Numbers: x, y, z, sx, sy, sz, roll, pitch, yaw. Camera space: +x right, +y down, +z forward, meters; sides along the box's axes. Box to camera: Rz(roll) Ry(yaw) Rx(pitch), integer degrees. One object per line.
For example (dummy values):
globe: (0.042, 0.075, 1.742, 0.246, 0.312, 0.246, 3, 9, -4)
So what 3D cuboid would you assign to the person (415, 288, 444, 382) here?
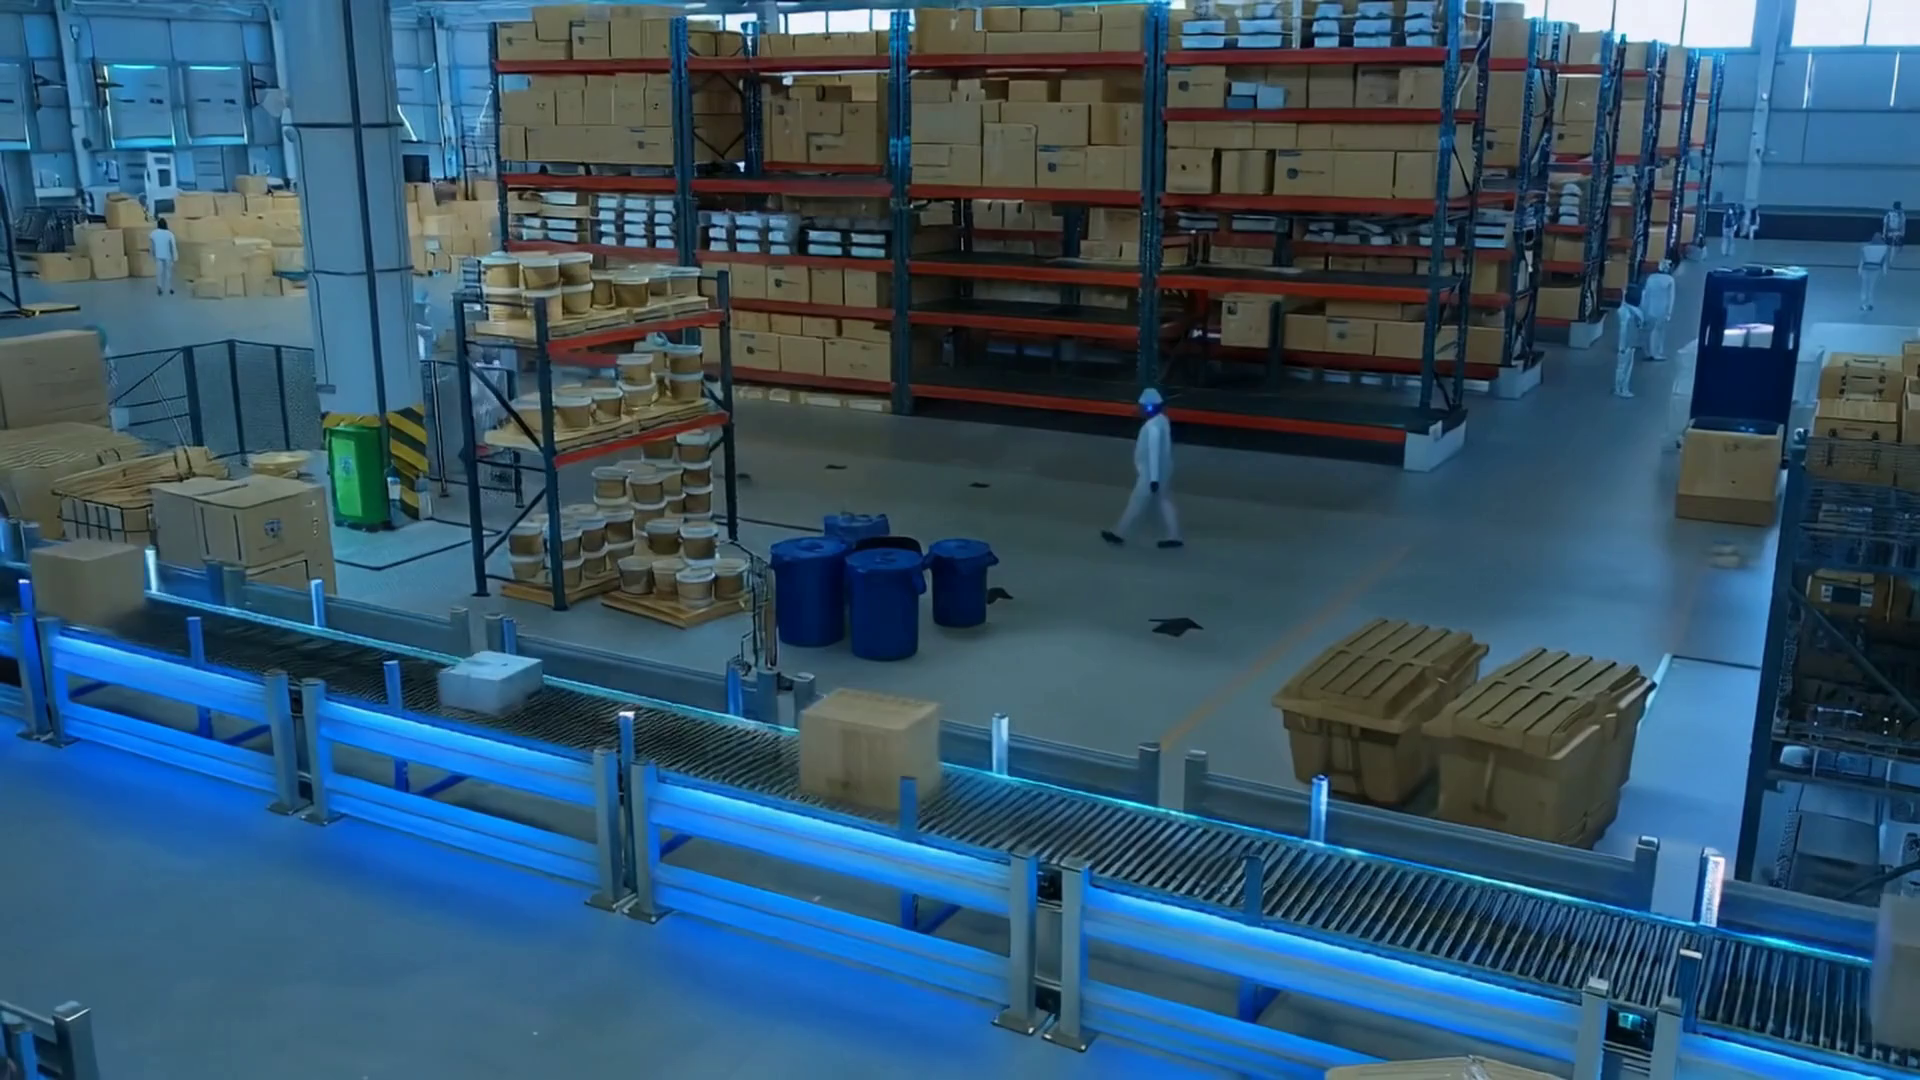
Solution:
person: (-9.235, -3.530, 28.746, 0.514, 1.641, 0.307, 5, 16, 19)

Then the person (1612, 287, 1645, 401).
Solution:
person: (10.909, -3.198, 27.112, 0.429, 1.841, 0.634, 12, 19, 39)

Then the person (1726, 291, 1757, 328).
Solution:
person: (13.599, -3.565, 28.985, 0.502, 1.587, 0.841, 11, 18, 35)

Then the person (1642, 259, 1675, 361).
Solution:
person: (13.111, -4.297, 31.140, 0.399, 1.900, 0.645, -6, 16, -22)

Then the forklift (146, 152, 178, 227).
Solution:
forklift: (-30.070, -13.240, 62.873, 1.873, 2.768, 1.129, 8, 17, 28)

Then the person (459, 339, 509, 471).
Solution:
person: (-6.133, -1.738, 21.489, 0.890, 1.911, 0.549, 8, 17, 29)

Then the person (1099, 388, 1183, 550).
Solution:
person: (2.029, -0.771, 18.096, 0.937, 1.777, 0.622, 5, 16, 19)

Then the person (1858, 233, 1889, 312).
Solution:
person: (21.004, -6.159, 38.301, 0.574, 1.819, 0.869, 9, 18, 32)

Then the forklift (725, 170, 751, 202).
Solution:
forklift: (-6.786, -10.188, 51.400, 1.129, 2.768, 1.873, 8, 17, 27)

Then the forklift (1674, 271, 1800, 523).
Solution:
forklift: (9.269, -1.763, 19.726, 1.129, 2.768, 1.873, 8, 17, 27)

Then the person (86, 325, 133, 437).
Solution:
person: (-11.262, -1.898, 22.077, 0.547, 1.921, 0.553, -4, 15, -16)

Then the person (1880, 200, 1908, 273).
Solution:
person: (26.380, -8.586, 47.024, 0.618, 2.022, 0.861, 9, 17, 30)

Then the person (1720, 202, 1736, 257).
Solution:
person: (23.885, -9.645, 51.626, 0.316, 1.696, 0.541, -1, 15, -3)

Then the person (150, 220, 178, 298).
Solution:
person: (-19.703, -6.953, 41.155, 0.652, 1.888, 0.956, -2, 15, -7)

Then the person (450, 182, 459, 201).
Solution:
person: (-19.535, -12.947, 64.126, 0.869, 1.659, 0.542, -10, 18, -32)

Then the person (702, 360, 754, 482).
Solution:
person: (-3.068, -1.496, 21.189, 0.842, 1.587, 0.528, 7, 16, 23)

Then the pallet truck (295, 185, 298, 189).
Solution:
pallet truck: (-26.804, -14.617, 69.738, 1.885, 1.965, 0.823, -14, 20, -42)
